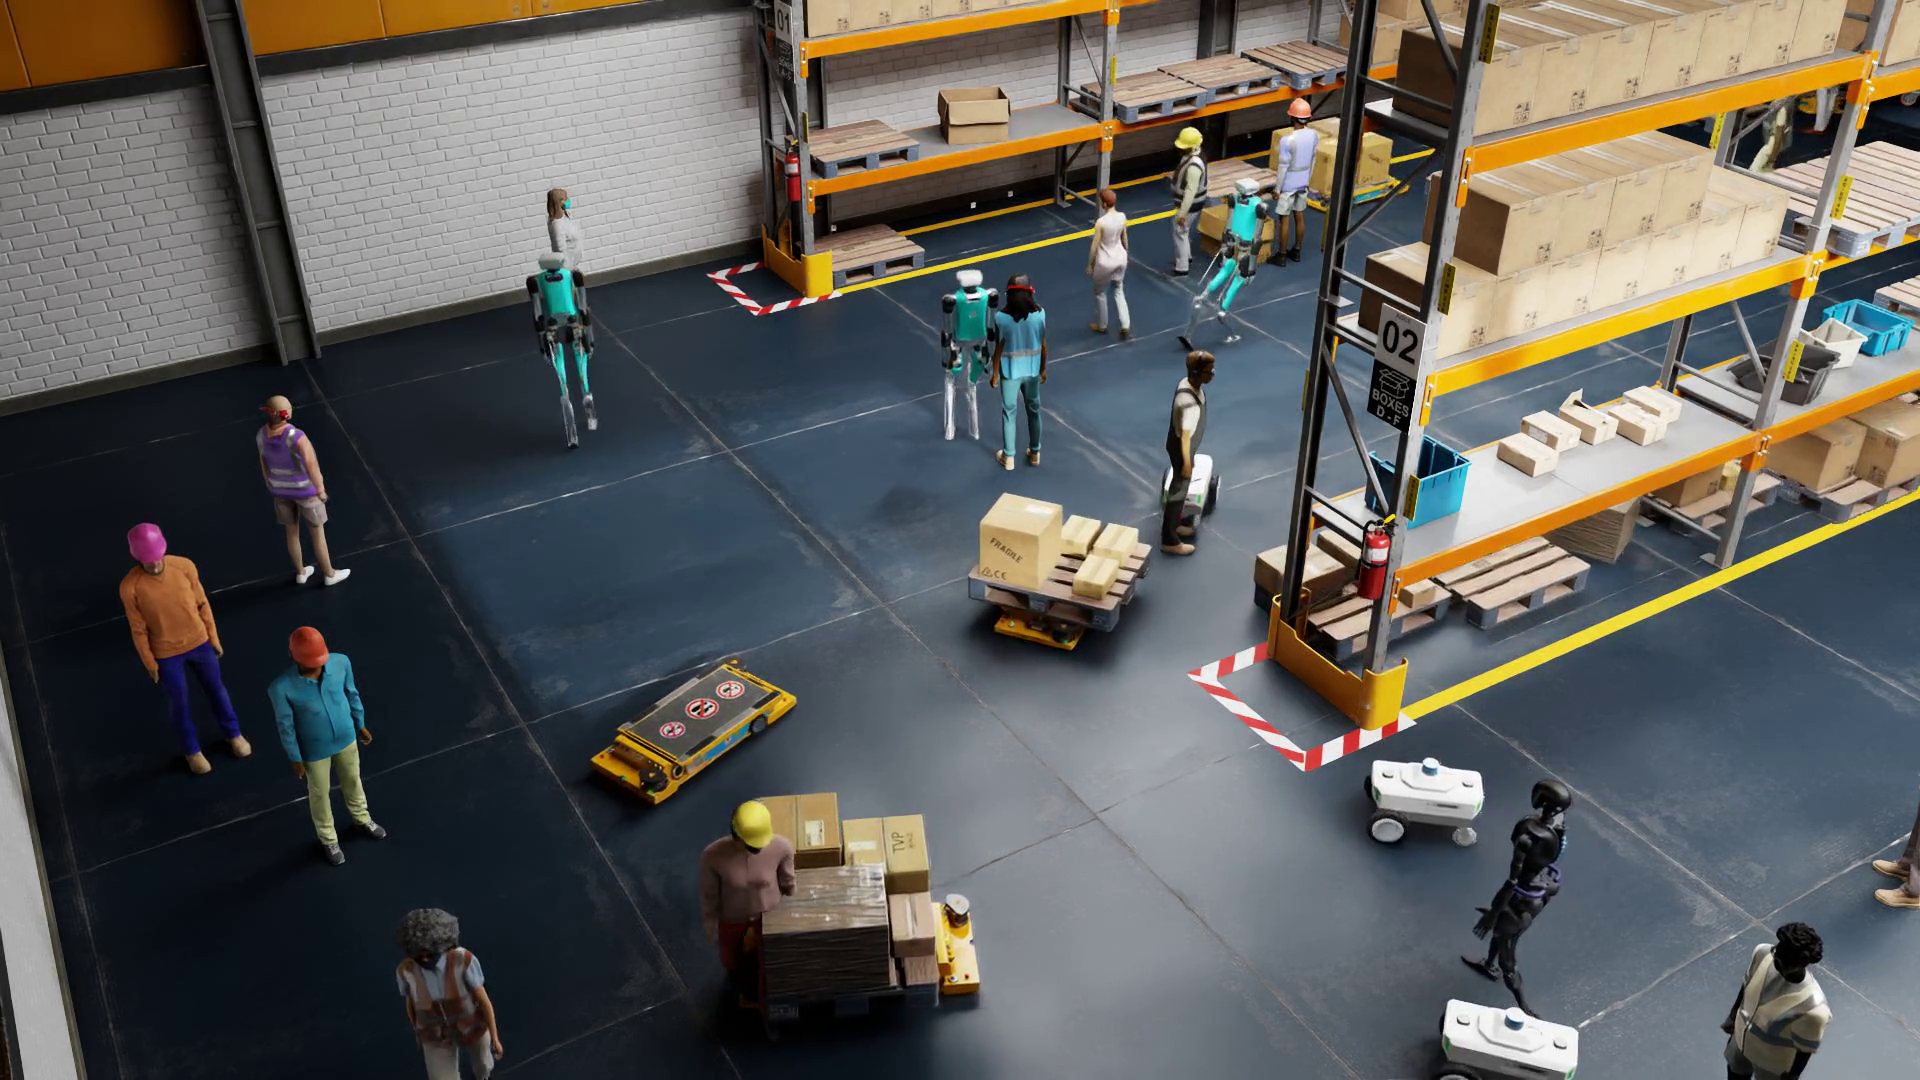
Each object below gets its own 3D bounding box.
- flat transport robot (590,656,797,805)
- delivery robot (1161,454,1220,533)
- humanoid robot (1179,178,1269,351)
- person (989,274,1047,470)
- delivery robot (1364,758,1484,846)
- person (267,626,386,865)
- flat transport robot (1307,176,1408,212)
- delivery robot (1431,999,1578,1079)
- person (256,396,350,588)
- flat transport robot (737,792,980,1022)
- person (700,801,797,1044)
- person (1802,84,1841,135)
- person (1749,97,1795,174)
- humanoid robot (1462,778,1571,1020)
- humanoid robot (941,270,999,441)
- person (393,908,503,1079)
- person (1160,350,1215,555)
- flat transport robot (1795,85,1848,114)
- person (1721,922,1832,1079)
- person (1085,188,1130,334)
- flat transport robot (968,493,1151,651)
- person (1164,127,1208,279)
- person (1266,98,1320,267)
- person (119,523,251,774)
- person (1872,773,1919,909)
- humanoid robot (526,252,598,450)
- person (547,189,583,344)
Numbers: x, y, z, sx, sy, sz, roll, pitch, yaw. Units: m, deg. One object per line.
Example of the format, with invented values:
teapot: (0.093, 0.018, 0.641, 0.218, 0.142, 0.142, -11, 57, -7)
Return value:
flat transport robot: (-1.897, 1.340, 11.947, 0.659, 0.231, 1.431, 22, 38, 31)
delivery robot: (1.994, -0.466, 14.550, 0.499, 0.586, 0.773, 8, 33, 13)
humanoid robot: (2.656, -2.783, 17.169, 0.979, 1.777, 0.560, -20, 37, -29)
person: (0.531, -1.502, 14.972, 0.526, 1.869, 0.397, -7, 33, -11)
delivery robot: (3.071, 1.717, 11.087, 0.794, 0.606, 0.499, 6, 33, 9)
person: (-4.044, 1.281, 10.651, 0.335, 1.742, 0.560, 25, 40, 34)
flat transport robot: (4.983, -4.484, 21.234, 1.431, 0.231, 0.659, -20, 37, -29)
delivery robot: (3.017, 2.846, 9.293, 0.785, 0.614, 0.524, 10, 34, 16)
person: (-5.326, -0.380, 13.349, 0.484, 1.692, 0.349, 7, 33, 11)
flat transport robot: (-0.627, 2.500, 10.097, 1.431, 0.231, 0.659, -3, 32, -5)
person: (-1.194, 2.055, 9.421, 0.544, 1.728, 0.614, -6, 33, -10)
person: (12.094, -6.549, 23.082, 0.547, 1.821, 0.425, 1, 32, 1)
person: (10.026, -4.857, 20.378, 0.765, 1.809, 0.583, 15, 35, 22)
humanoid robot: (3.205, 2.042, 9.533, 0.604, 1.651, 0.641, -28, 41, -36)
humanoid robot: (0.036, -1.744, 15.480, 0.538, 1.790, 0.680, -8, 33, -13)
person: (-2.642, 2.556, 8.707, 0.456, 1.644, 0.856, -8, 33, -13)
person: (1.883, -0.733, 13.785, 0.354, 1.836, 0.502, 6, 33, 9)
flat transport robot: (12.557, -6.607, 24.621, 0.659, 0.231, 1.431, -1, 32, -2)
person: (4.150, 2.613, 8.579, 0.318, 1.691, 0.535, -7, 33, -11)
person: (1.561, -2.893, 17.404, 0.495, 1.640, 0.491, -18, 37, -27)
flat transport robot: (0.843, 0.384, 13.471, 0.659, 0.231, 1.431, 13, 34, 20)
person: (2.555, -3.802, 18.705, 0.422, 1.797, 0.674, 7, 33, 11)
person: (3.798, -4.084, 19.029, 0.543, 1.938, 0.356, -19, 37, -28)
person: (-5.316, 0.723, 11.332, 0.517, 1.974, 0.403, -26, 40, -35)
person: (6.042, 1.511, 10.253, 0.305, 1.778, 0.462, 14, 35, 21)
humanoid robot: (-3.658, -1.679, 15.461, 0.555, 1.840, 0.887, -7, 33, -11)
person: (-4.074, -2.855, 17.324, 0.337, 1.661, 0.483, -2, 32, -3)
